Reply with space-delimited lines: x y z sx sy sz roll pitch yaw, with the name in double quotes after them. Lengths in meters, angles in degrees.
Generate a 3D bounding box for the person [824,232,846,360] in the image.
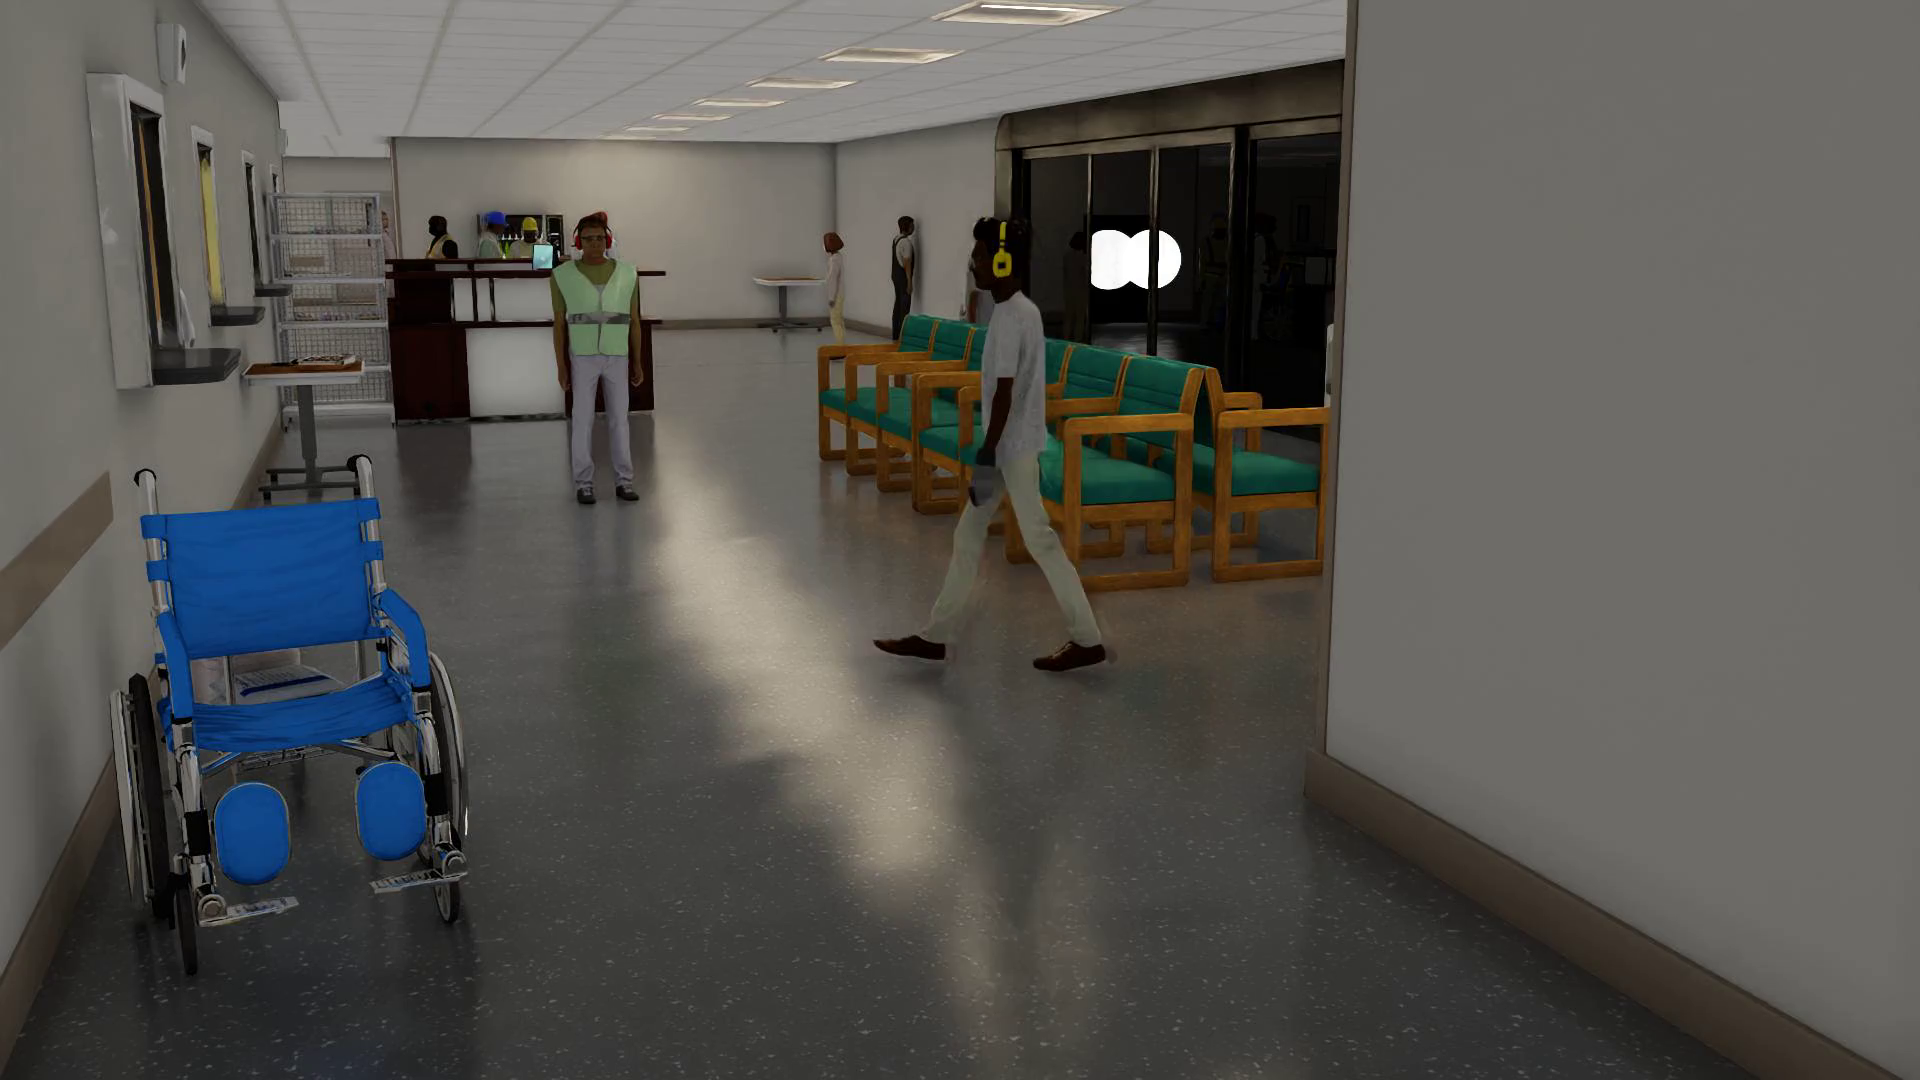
-1.603 -3.111 21.288 0.285 1.627 0.504 1 11 4 "person"

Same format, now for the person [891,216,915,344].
-0.795 -3.652 23.511 0.338 1.838 0.506 -4 12 -22 "person"

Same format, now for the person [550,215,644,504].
-2.329 -1.154 10.694 0.560 1.839 0.395 -5 12 -25 "person"

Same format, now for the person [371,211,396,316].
-10.109 -4.797 29.202 0.408 1.909 0.638 -2 11 -11 "person"

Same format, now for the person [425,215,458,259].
-7.092 -3.515 22.797 0.430 1.843 0.625 -9 14 -37 "person"

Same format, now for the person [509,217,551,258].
-5.750 -3.423 22.381 0.588 1.823 0.405 -4 12 -17 "person"

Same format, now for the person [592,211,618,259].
-4.415 -3.112 20.610 0.356 1.887 0.572 -7 13 -33 "person"

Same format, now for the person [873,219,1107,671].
0.155 -0.357 6.650 0.968 1.818 0.545 1 11 3 "person"
